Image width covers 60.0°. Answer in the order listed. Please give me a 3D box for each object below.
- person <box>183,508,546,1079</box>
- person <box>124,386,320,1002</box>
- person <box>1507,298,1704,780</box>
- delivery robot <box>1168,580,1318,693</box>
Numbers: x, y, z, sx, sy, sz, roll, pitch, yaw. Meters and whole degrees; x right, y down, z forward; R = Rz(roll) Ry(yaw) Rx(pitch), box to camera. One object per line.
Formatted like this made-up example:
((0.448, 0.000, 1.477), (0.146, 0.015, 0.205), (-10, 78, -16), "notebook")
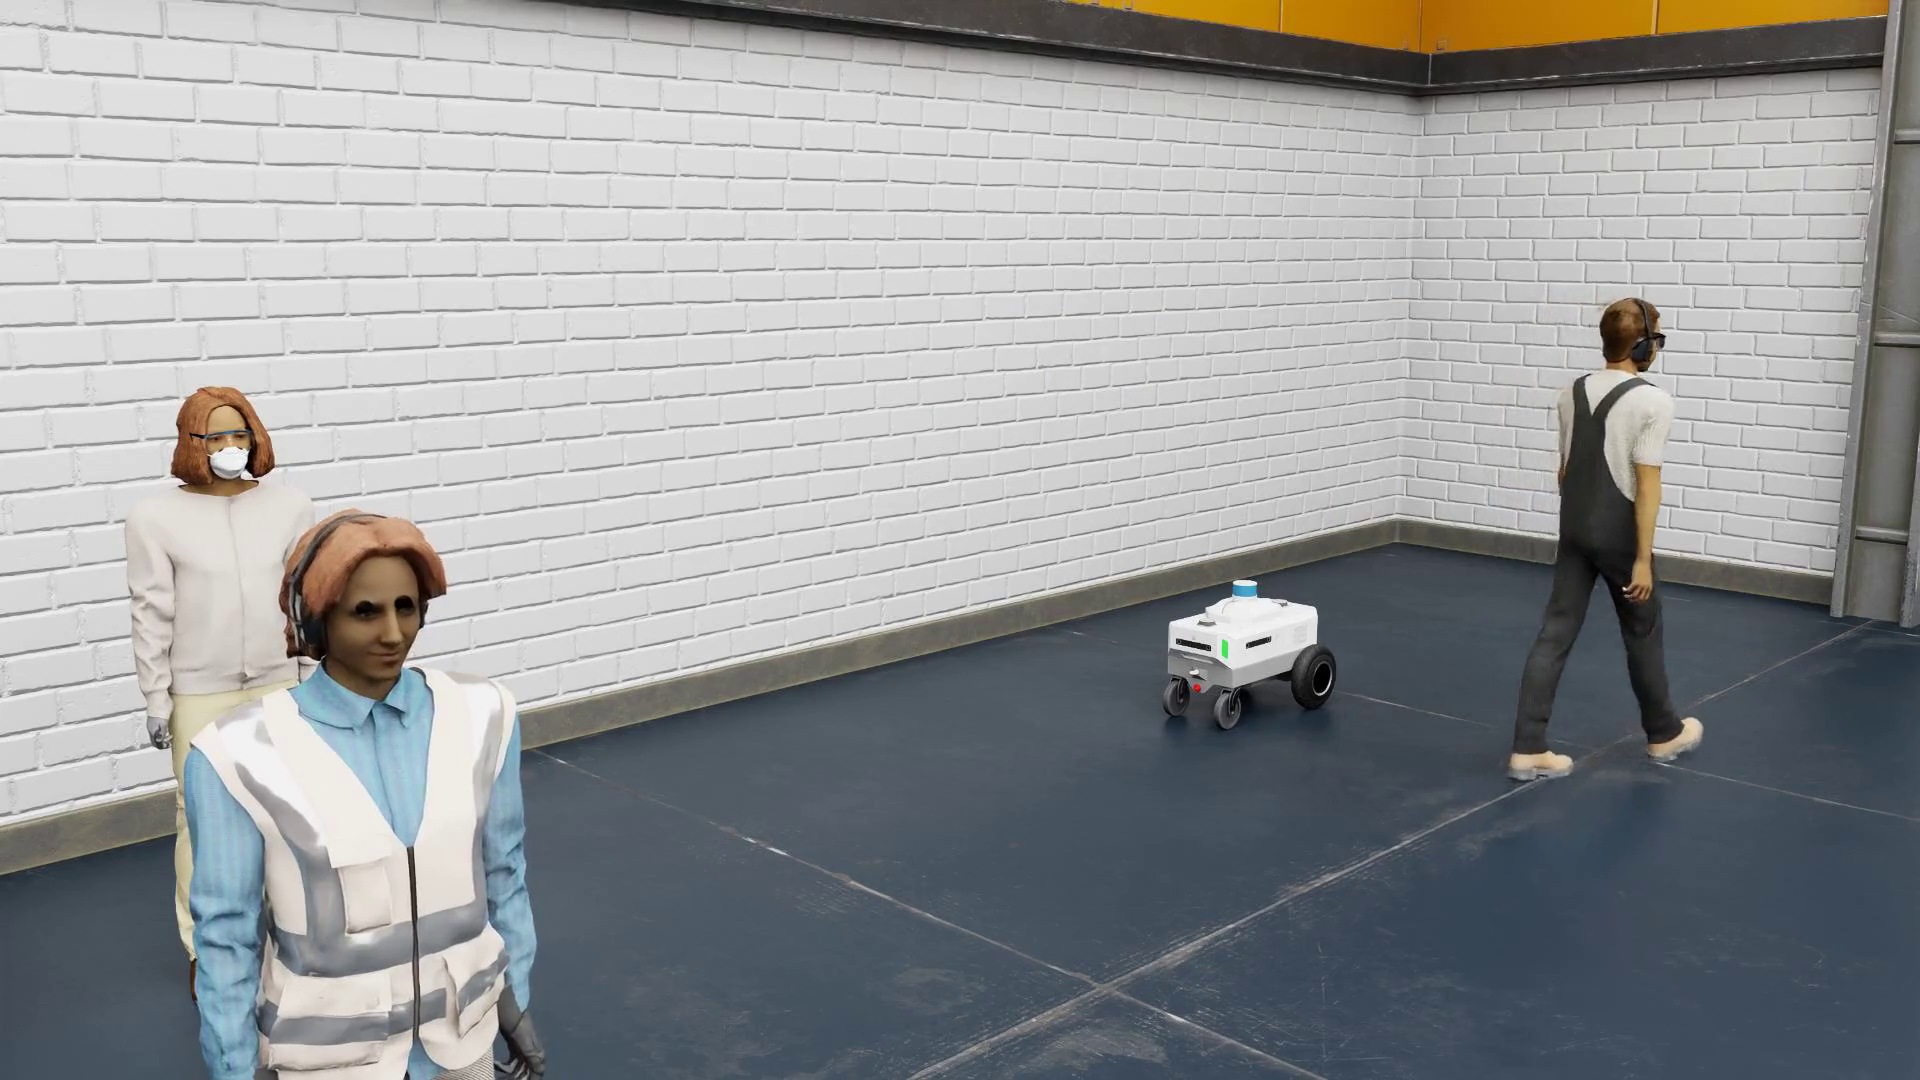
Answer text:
((-0.860, 0.766, 2.471), (0.512, 1.637, 0.307), (-10, 14, -44), "person")
((-1.936, 0.403, 4.456), (0.498, 1.633, 0.285), (-10, 14, -44), "person")
((2.443, -0.001, 6.225), (0.958, 1.793, 0.529), (-6, 12, -28), "person")
((1.205, 0.415, 7.078), (0.707, 0.478, 0.477), (-10, 14, -44), "delivery robot")
